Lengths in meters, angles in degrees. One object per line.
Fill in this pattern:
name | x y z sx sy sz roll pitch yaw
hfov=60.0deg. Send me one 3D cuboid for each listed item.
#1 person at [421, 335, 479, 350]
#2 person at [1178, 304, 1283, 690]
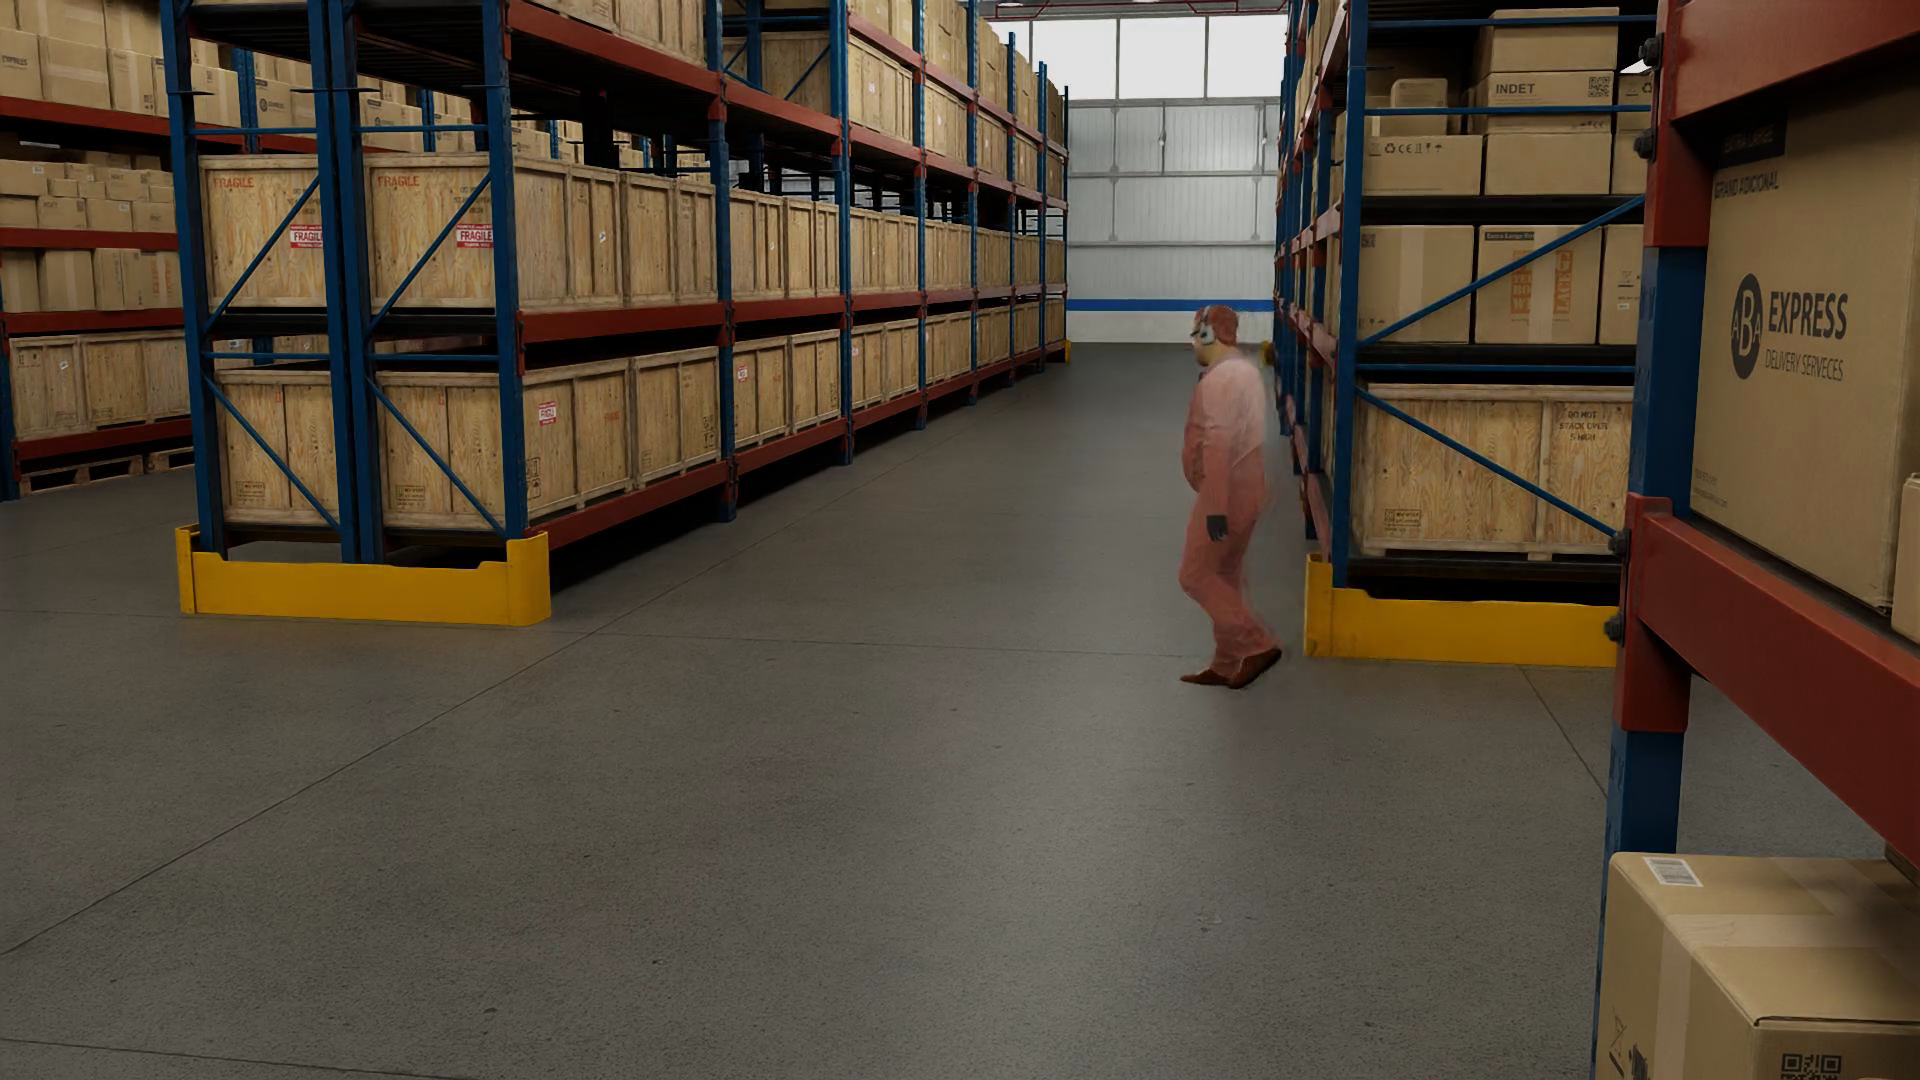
person | -5.327 -1.711 17.520 0.657 1.861 0.999 3 10 18
person | 1.296 -0.192 8.034 0.468 1.878 0.657 4 10 23
